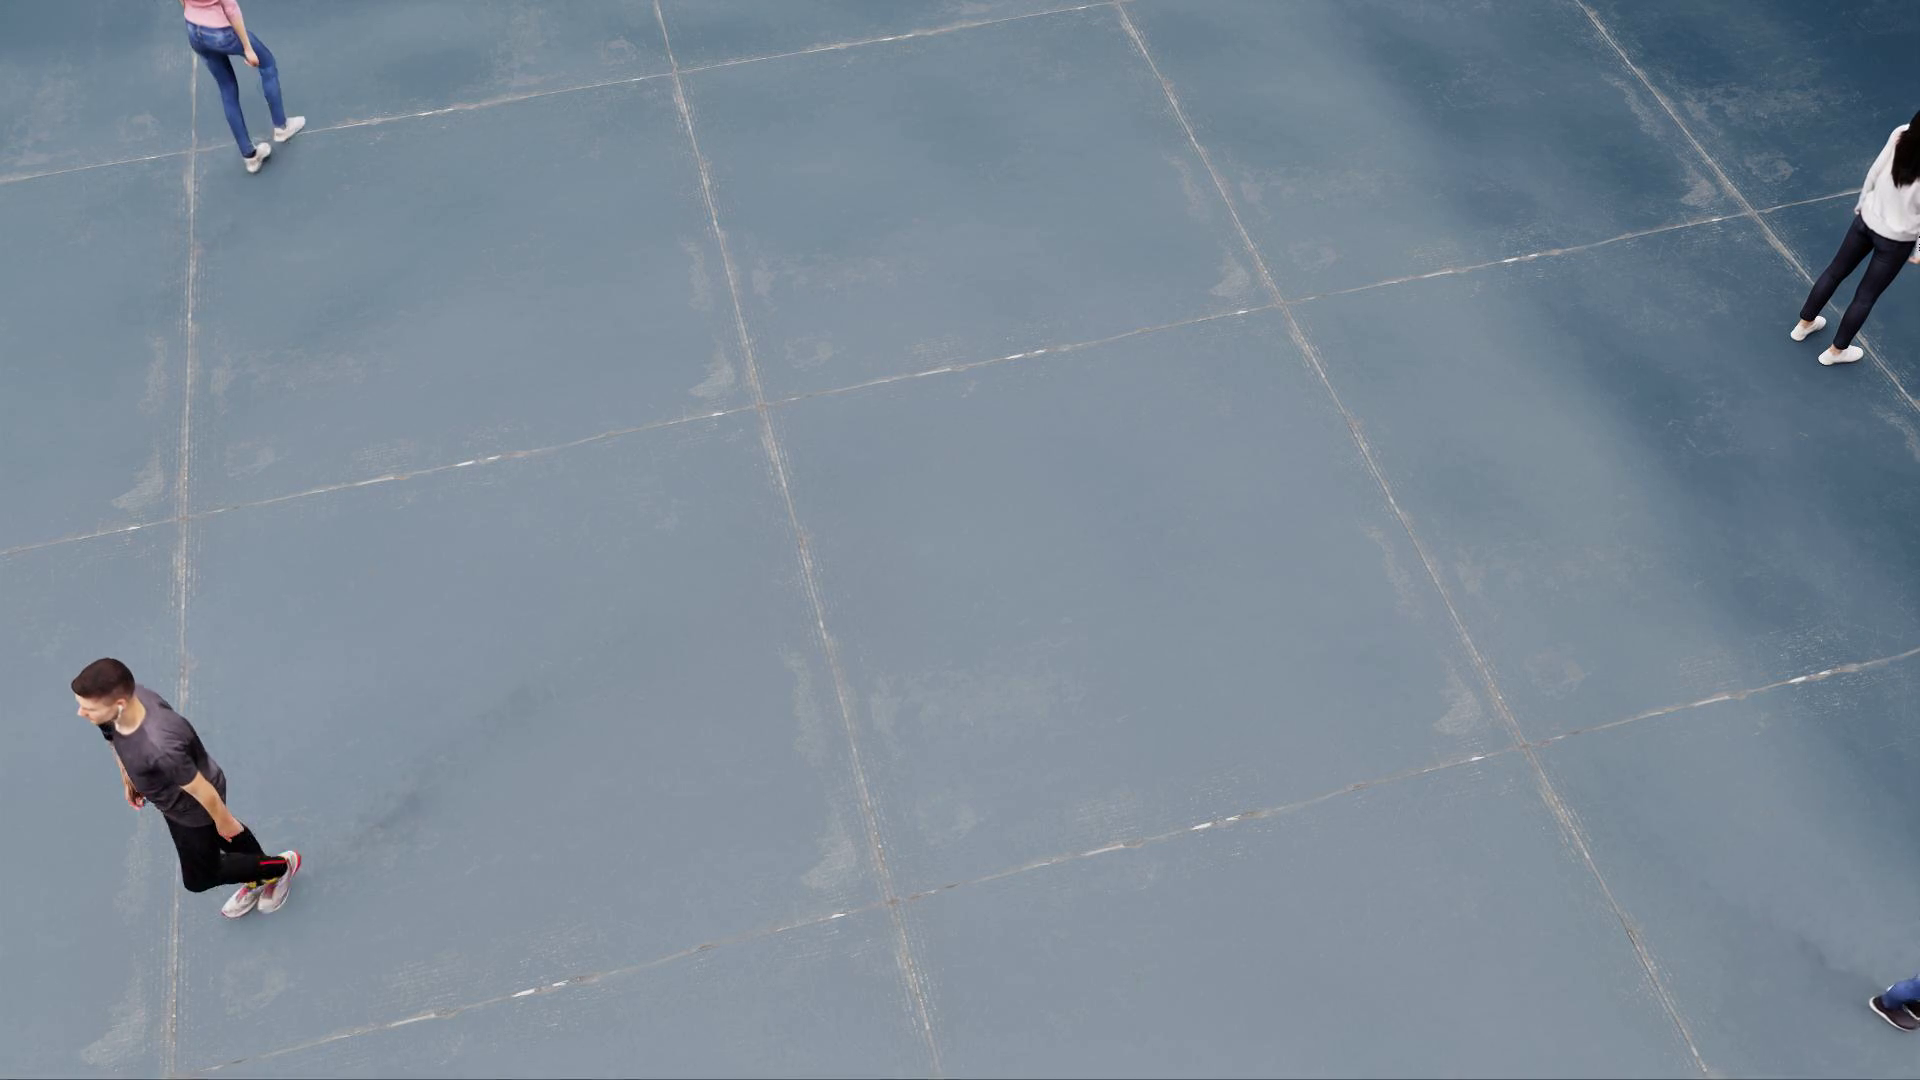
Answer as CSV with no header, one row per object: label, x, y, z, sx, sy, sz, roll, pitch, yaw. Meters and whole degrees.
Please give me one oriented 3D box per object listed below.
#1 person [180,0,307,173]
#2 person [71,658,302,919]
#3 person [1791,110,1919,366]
person,-4.283,-2.846,9.509,0.784,1.729,0.874,12,53,9
person,-2.972,0.954,6.551,0.755,1.753,0.836,35,60,24
person,4.779,-1.619,8.577,0.712,1.700,0.538,-21,55,-16
